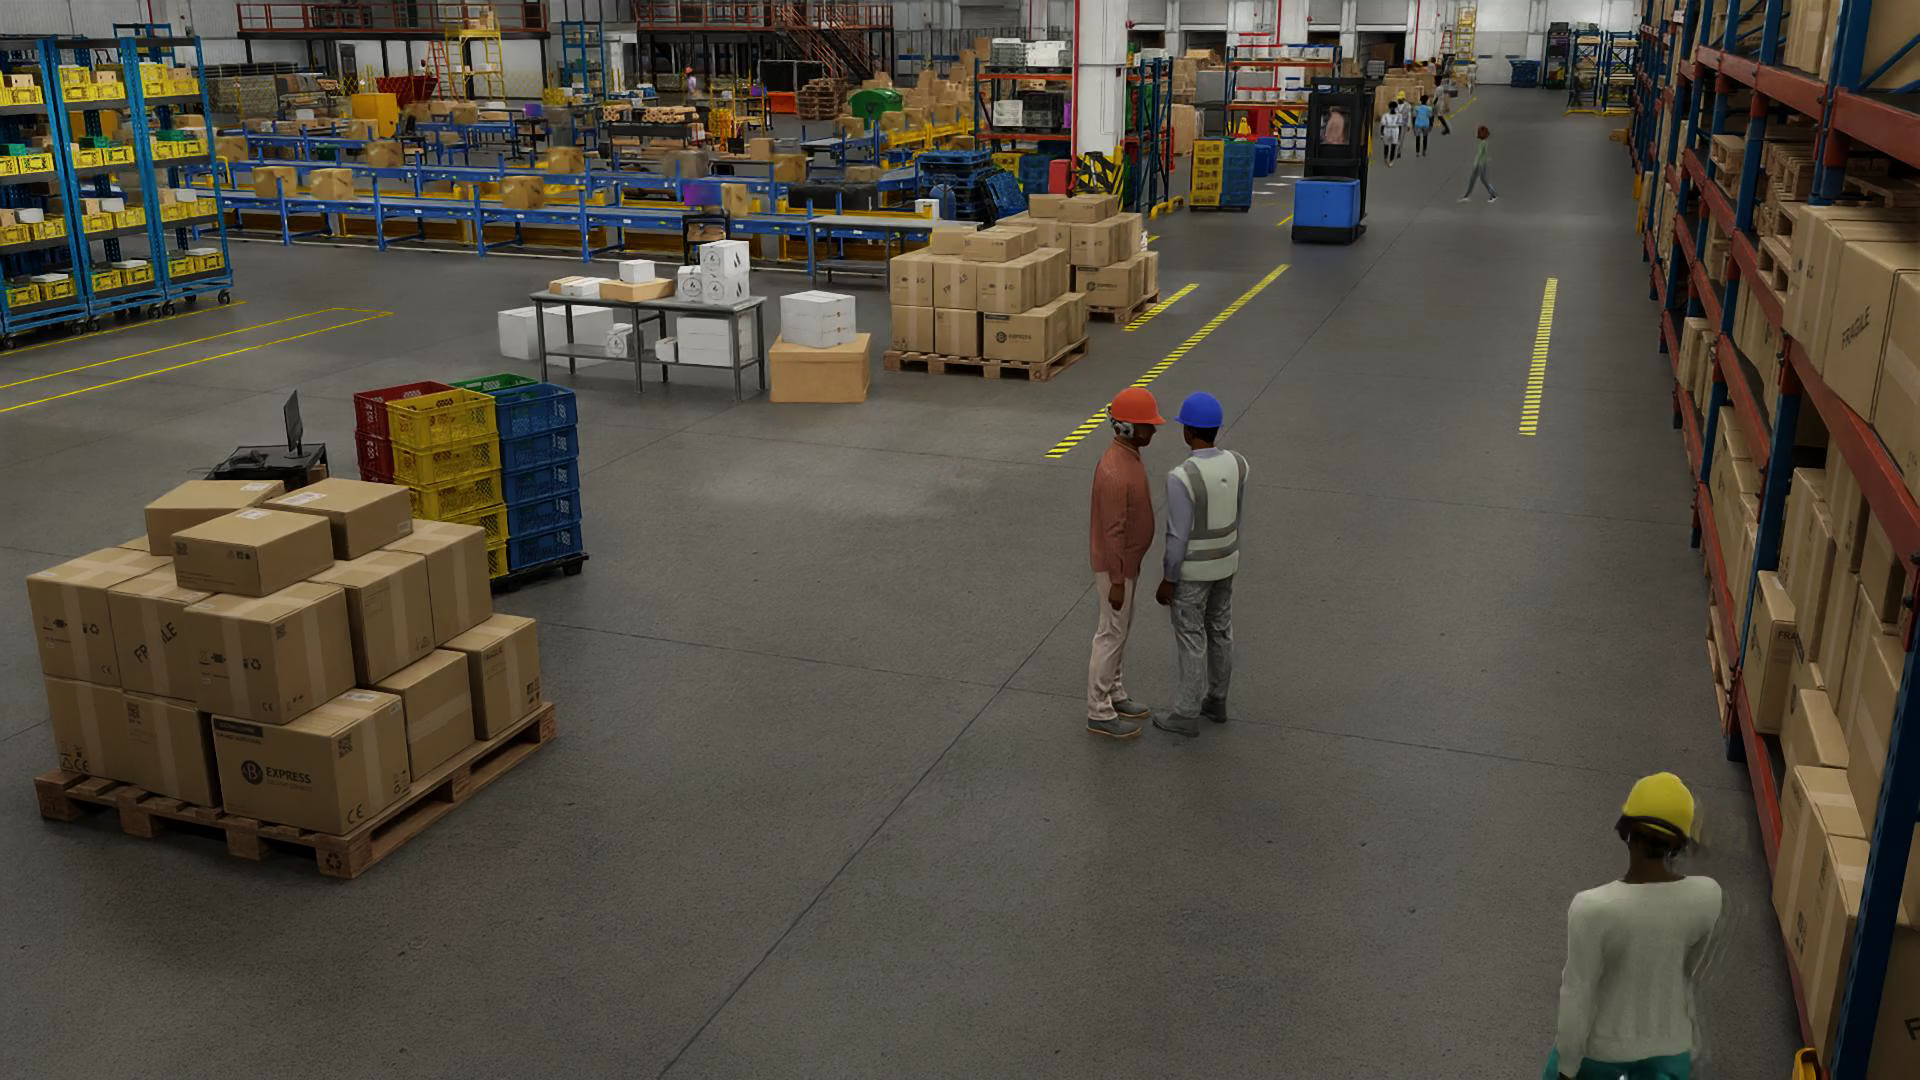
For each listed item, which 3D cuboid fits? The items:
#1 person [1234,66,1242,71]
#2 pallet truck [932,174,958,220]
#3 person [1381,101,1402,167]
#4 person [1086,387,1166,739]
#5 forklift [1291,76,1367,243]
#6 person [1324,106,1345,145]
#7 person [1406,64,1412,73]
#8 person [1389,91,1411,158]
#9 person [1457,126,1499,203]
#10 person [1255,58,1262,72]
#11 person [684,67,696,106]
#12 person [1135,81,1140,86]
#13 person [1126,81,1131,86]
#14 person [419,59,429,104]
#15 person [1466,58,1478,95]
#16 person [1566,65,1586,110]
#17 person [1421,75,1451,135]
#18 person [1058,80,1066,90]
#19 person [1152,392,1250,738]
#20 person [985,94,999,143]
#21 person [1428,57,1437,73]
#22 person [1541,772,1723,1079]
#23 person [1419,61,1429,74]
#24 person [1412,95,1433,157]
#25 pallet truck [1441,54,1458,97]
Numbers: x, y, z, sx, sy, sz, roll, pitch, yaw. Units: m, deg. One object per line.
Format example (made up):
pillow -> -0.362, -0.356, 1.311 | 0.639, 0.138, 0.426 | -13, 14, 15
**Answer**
person -> 10.713, -17.452, 64.353 | 0.561, 2.000, 0.708 | 17, 24, 42
pallet truck -> -0.507, -5.292, 27.348 | 0.653, 1.274, 1.630 | 6, 19, 19
person -> 11.253, -10.604, 43.425 | 0.539, 1.679, 0.660 | 4, 18, 13
person -> 0.914, 0.124, 9.229 | 0.402, 1.987, 0.608 | 4, 18, 11
forklift -> 6.598, -6.755, 29.381 | 1.129, 2.768, 1.873 | 6, 19, 19
person -> 8.559, -9.054, 38.212 | 0.452, 1.895, 0.648 | 11, 21, 31
person -> 18.562, -18.702, 68.594 | 0.739, 1.850, 0.527 | 4, 18, 12
person -> 12.082, -11.400, 45.732 | 0.595, 1.803, 0.765 | 5, 18, 15
person -> 11.051, -7.941, 35.195 | 0.853, 1.594, 0.511 | 8, 19, 24
person -> 15.777, -24.940, 88.033 | 0.388, 1.947, 0.614 | 7, 19, 20
person -> -9.538, -15.875, 59.436 | 0.612, 2.019, 0.647 | 3, 18, 10
person -> 8.760, -22.955, 81.810 | 0.372, 1.940, 0.630 | -13, 22, -36
person -> 6.058, -16.120, 60.242 | 0.384, 1.993, 0.623 | -2, 18, -6
person -> -23.505, -20.110, 72.955 | 0.355, 1.887, 0.573 | -1, 18, -4
person -> 24.854, -22.521, 80.787 | 0.503, 1.728, 0.398 | 3, 18, 10
person -> 25.339, -18.583, 68.329 | 0.829, 1.785, 0.576 | -7, 19, -20
person -> 15.665, -14.231, 54.432 | 0.997, 1.921, 0.626 | 5, 18, 16
person -> 4.614, -21.041, 75.837 | 0.723, 1.919, 0.561 | -2, 18, -5
person -> 1.327, 0.139, 9.230 | 0.602, 1.949, 0.392 | -15, 23, -40
person -> 0.900, -11.674, 46.691 | 0.529, 1.734, 0.816 | 9, 20, 25
person -> 22.602, -22.310, 79.973 | 0.750, 1.825, 0.626 | 7, 19, 20
person -> 2.076, 1.540, 5.224 | 0.518, 1.706, 0.914 | -2, 18, -6
person -> 22.047, -22.036, 79.407 | 0.849, 1.666, 0.539 | -10, 20, -30
person -> 12.907, -11.575, 46.481 | 0.548, 1.664, 0.749 | 5, 18, 14
pallet truck -> 22.765, -21.886, 78.355 | 0.823, 1.965, 1.885 | -4, 18, -14
